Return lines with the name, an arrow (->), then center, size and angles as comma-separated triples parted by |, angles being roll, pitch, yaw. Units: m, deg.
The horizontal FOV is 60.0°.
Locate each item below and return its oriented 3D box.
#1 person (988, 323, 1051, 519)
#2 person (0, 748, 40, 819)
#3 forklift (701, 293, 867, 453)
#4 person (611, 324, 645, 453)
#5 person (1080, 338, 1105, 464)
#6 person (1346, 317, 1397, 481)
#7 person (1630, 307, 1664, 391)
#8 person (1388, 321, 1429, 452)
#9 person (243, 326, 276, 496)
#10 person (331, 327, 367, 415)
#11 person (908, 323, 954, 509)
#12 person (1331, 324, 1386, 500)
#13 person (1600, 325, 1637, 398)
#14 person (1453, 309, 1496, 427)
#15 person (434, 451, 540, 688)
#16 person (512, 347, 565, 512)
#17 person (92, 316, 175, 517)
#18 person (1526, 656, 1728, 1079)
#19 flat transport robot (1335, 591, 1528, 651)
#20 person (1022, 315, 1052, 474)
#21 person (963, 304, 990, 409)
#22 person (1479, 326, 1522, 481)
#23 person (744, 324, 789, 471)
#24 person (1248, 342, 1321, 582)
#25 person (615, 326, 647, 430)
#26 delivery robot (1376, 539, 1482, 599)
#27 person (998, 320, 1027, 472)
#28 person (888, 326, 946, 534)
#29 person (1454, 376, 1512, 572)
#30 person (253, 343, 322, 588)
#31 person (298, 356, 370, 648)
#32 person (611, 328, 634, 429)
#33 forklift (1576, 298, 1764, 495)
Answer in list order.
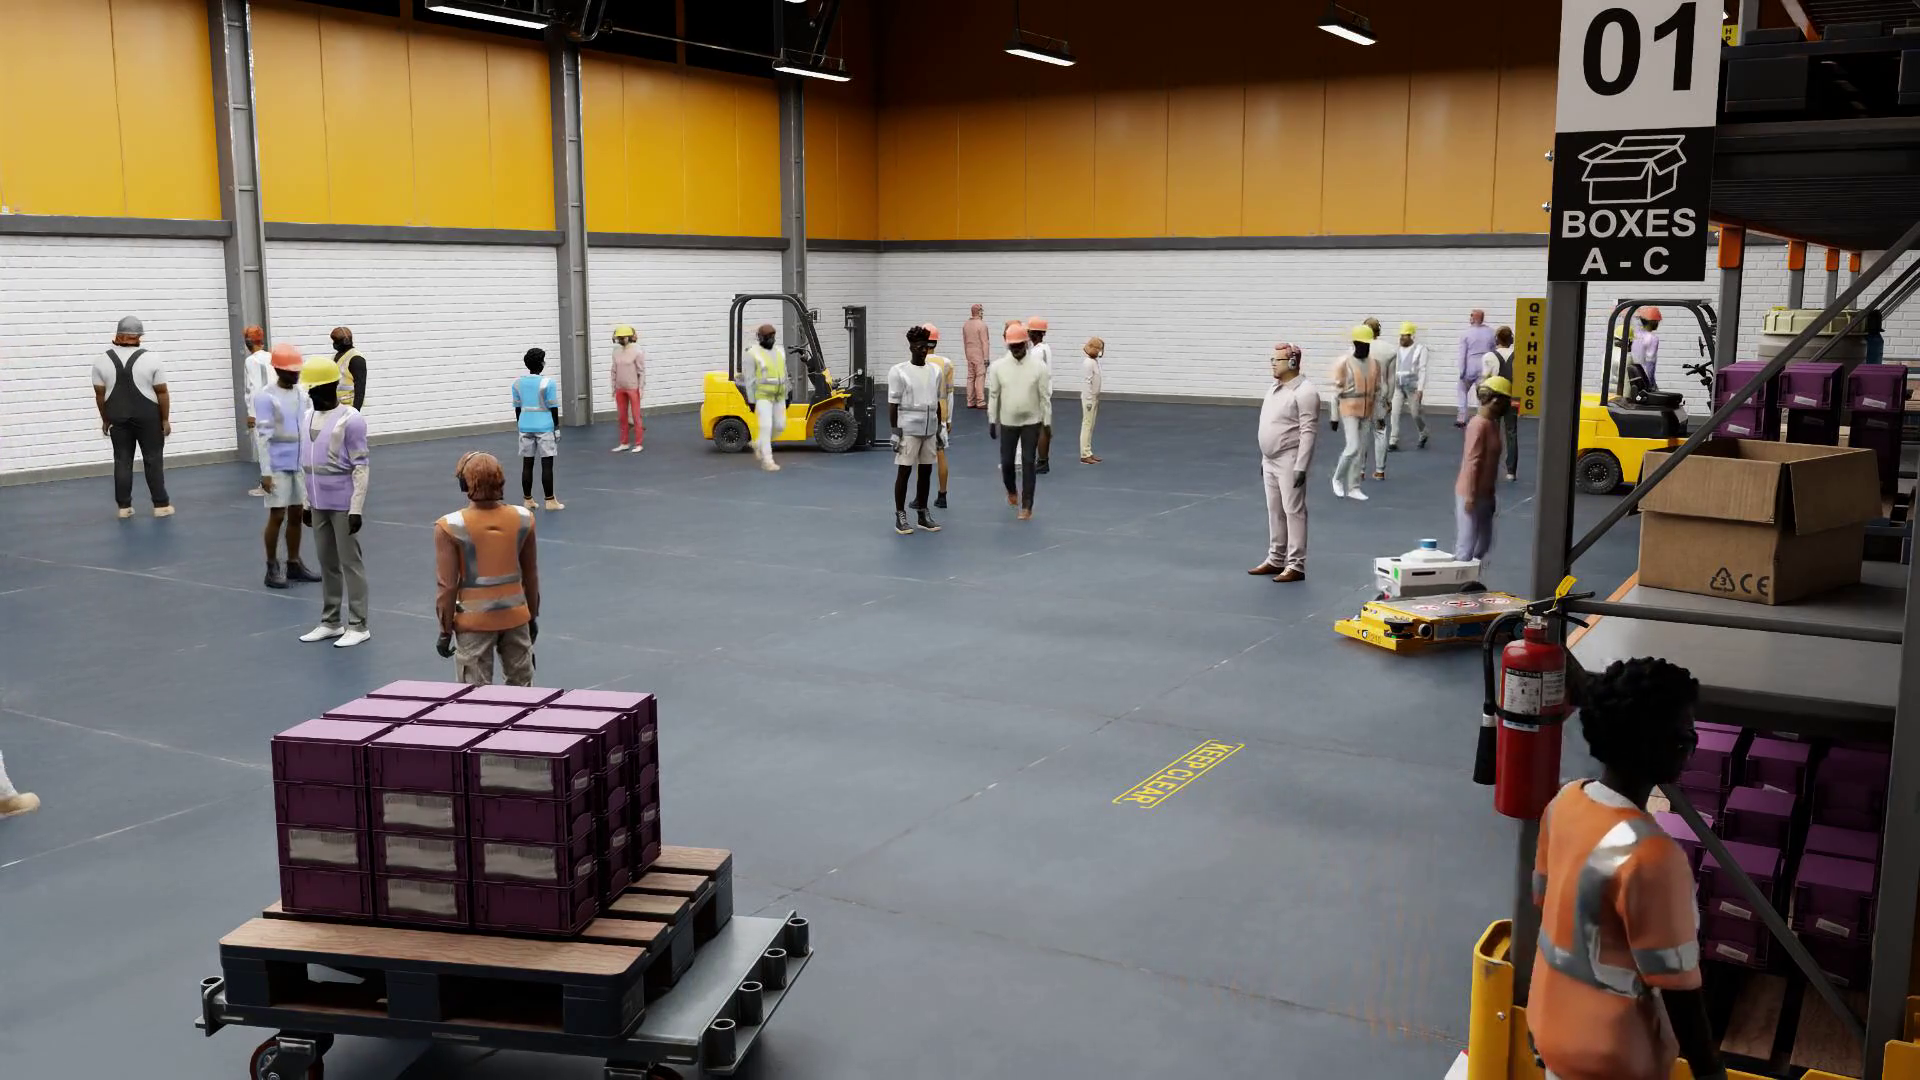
person -> 0.603, -1.205, 16.760 | 0.647, 1.970, 0.602 | 1, 9, 9
person -> -4.548, 0.423, 7.162 | 0.633, 1.809, 0.914 | 3, 10, 19
forklift -> -2.458, -2.344, 23.176 | 2.313, 2.155, 1.214 | 0, 9, -2
person -> -4.578, -2.079, 22.853 | 0.533, 1.767, 0.325 | 4, 10, 24
person -> 1.716, -1.806, 21.562 | 0.293, 1.632, 0.501 | 3, 9, 16
person -> 4.857, -1.666, 19.738 | 0.627, 1.940, 0.371 | -1, 9, -8
person -> 9.621, -2.295, 23.501 | 1.013, 2.002, 0.609 | -2, 9, -15
person -> 6.221, -2.130, 23.043 | 0.588, 1.809, 0.815 | 8, 12, 40
person -> -7.731, -1.423, 18.416 | 0.360, 1.877, 0.575 | 0, 9, 0
person -> -7.188, -1.574, 19.484 | 0.624, 1.840, 0.429 | 9, 13, 43
person -> -0.333, -1.282, 17.346 | 0.548, 1.937, 0.358 | -4, 10, -25
person -> 4.315, -1.371, 17.993 | 0.603, 1.913, 0.422 | -5, 10, -27
person -> 8.242, -1.781, 20.832 | 0.405, 1.824, 0.586 | -1, 9, -9
person -> 8.169, -2.714, 26.416 | 0.640, 1.888, 0.724 | -1, 9, -5
person -> -2.186, 0.406, 7.733 | 0.517, 1.639, 0.314 | -8, 12, -42
person -> -4.352, -1.132, 17.156 | 0.535, 1.697, 0.318 | 3, 10, 19
person -> -8.326, -1.250, 16.821 | 0.688, 2.000, 0.536 | -1, 9, -8
person -> 1.477, 1.074, 3.474 | 0.784, 1.670, 0.543 | 1, 9, 8
flat transport robot -> 3.313, 0.531, 11.212 | 1.431, 0.197, 0.652 | -4, 10, -23
person -> 0.947, -1.779, 20.431 | 0.356, 1.942, 0.542 | 2, 9, 15
person -> 0.333, -3.320, 30.145 | 0.410, 1.913, 0.643 | -7, 11, -37
person -> 6.410, -1.608, 19.677 | 0.505, 1.842, 0.345 | 1, 9, 8
person -> -2.446, -1.790, 20.854 | 0.566, 1.831, 0.637 | 8, 12, 42
person -> 2.584, -0.621, 13.311 | 0.406, 1.911, 0.639 | -3, 10, -19
person -> -5.143, -2.512, 25.965 | 0.499, 1.633, 0.286 | 2, 9, 14
delivery robot -> 3.344, 0.235, 11.885 | 0.707, 0.478, 0.477 | -2, 9, -13
person -> 0.668, -1.783, 20.636 | 0.345, 1.882, 0.584 | -1, 9, -7
person -> -0.401, -1.044, 15.766 | 0.614, 1.963, 0.362 | -7, 11, -36
person -> 3.705, -0.292, 11.845 | 0.339, 1.724, 0.648 | 5, 10, 29
person -> -5.274, -0.582, 13.048 | 0.472, 1.919, 0.629 | 4, 10, 22
person -> -4.145, -0.253, 10.976 | 0.585, 1.921, 0.373 | 6, 11, 31
person -> -5.304, -2.546, 26.224 | 0.534, 1.613, 0.367 | 8, 12, 41
forklift -> 7.954, -1.589, 18.462 | 2.313, 2.155, 1.214 | 5, 11, 30
